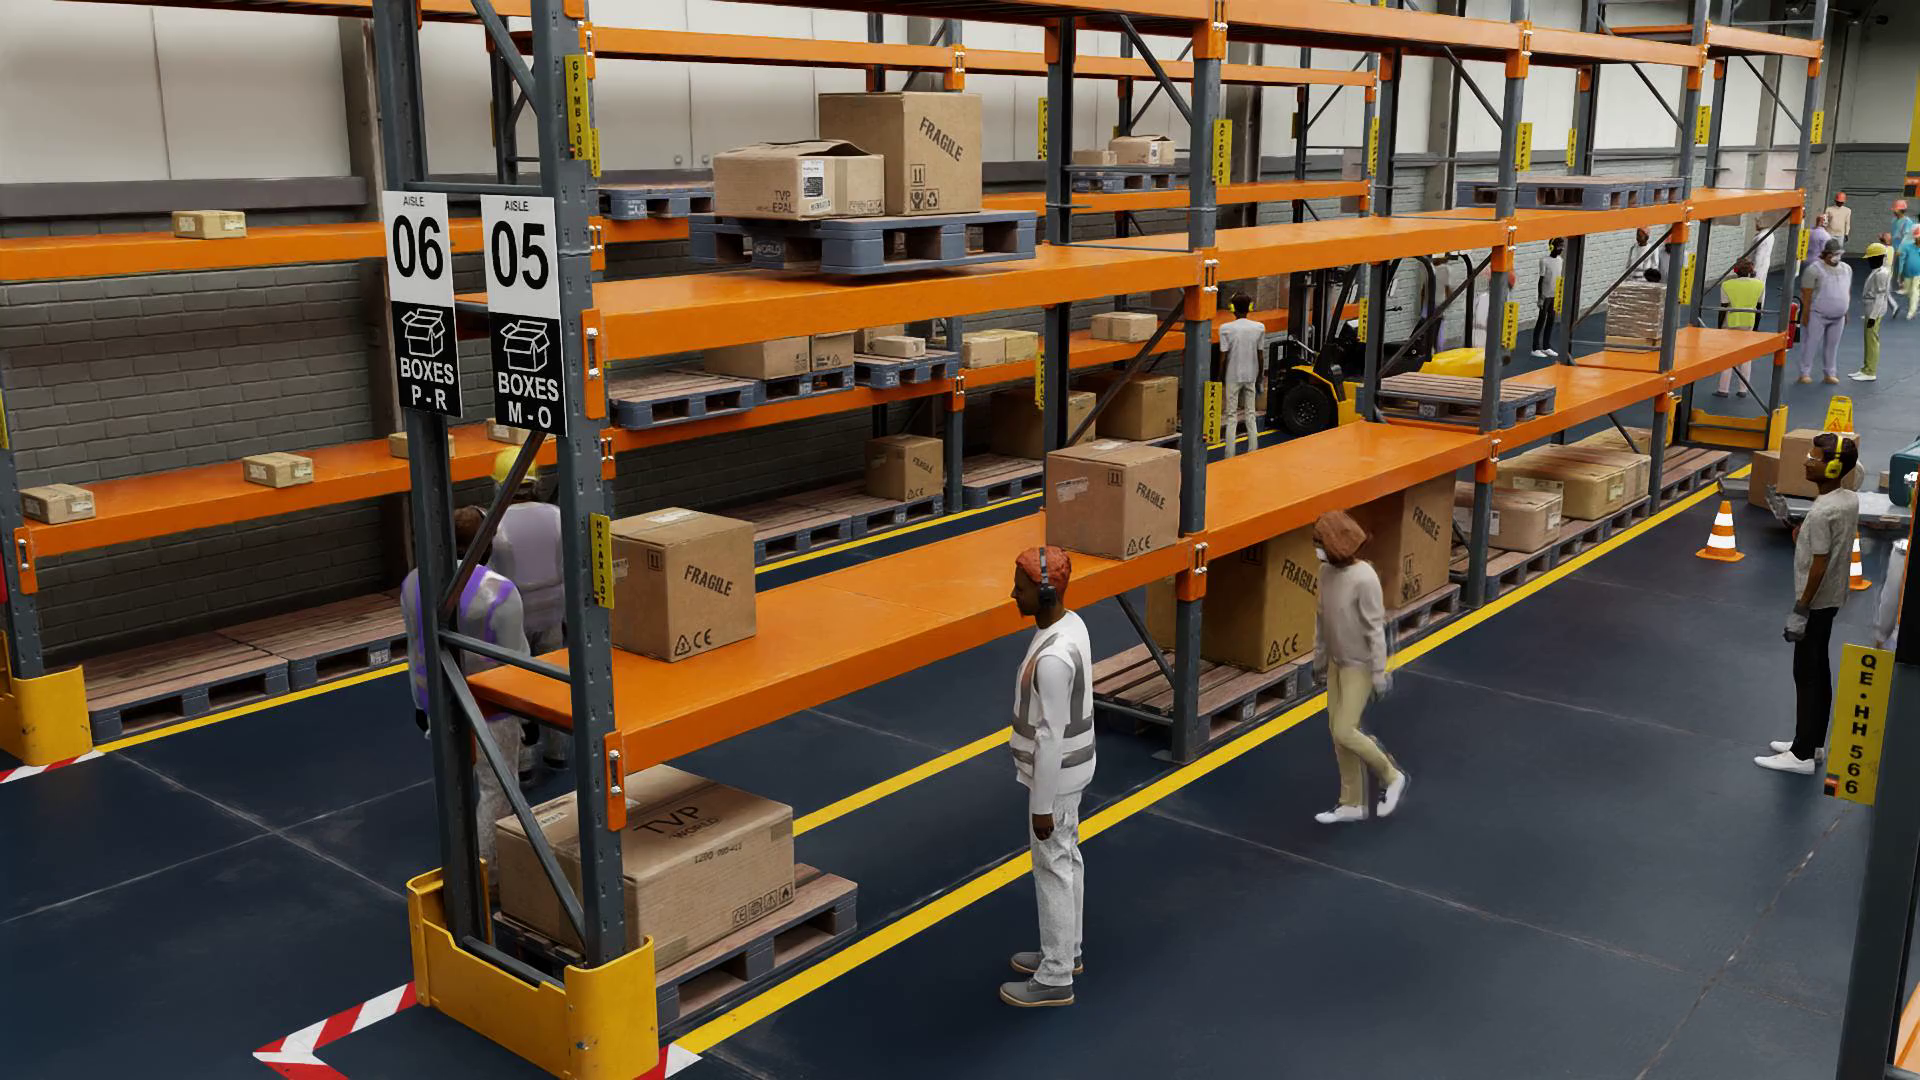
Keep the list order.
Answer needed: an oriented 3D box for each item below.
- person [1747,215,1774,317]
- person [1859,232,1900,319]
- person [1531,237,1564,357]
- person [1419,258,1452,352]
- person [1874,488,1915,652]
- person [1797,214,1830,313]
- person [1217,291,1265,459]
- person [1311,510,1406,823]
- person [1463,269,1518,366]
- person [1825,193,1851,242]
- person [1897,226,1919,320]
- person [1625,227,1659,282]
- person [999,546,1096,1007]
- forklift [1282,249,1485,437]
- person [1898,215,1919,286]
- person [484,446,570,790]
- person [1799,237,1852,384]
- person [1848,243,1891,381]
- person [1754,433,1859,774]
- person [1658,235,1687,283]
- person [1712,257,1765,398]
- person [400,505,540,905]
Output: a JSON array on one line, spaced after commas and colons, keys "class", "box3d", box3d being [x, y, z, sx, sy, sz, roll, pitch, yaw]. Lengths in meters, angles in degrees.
[{"class": "person", "box3d": [14.917, -5.098, 31.091, 0.409, 1.913, 0.646, 10, 17, 36]}, {"class": "person", "box3d": [17.089, -4.865, 30.725, 0.521, 1.615, 0.630, -9, 16, -32]}, {"class": "person", "box3d": [9.142, -3.765, 25.779, 0.511, 1.861, 0.326, -9, 16, -31]}, {"class": "person", "box3d": [6.859, -3.382, 24.266, 0.524, 1.829, 0.898, 13, 19, 42]}, {"class": "person", "box3d": [5.094, 0.524, 8.614, 0.660, 1.714, 0.379, 3, 14, 12]}, {"class": "person", "box3d": [16.408, -5.275, 31.855, 0.397, 1.898, 0.642, -2, 14, -7]}, {"class": "person", "box3d": [2.848, -1.599, 16.947, 0.518, 1.865, 0.327, -2, 14, -9]}, {"class": "person", "box3d": [1.963, 0.642, 8.336, 0.436, 1.603, 0.546, -4, 14, -17]}, {"class": "person", "box3d": [6.280, -2.287, 19.705, 0.982, 1.869, 0.581, -5, 15, -20]}, {"class": "person", "box3d": [21.383, -7.476, 40.619, 0.609, 1.986, 0.390, 3, 14, 12]}, {"class": "person", "box3d": [17.876, -5.001, 31.085, 0.700, 1.727, 0.573, -11, 18, -38]}, {"class": "person", "box3d": [11.433, -4.317, 27.969, 0.339, 1.882, 0.581, -8, 16, -29]}, {"class": "person", "box3d": [0.356, 0.934, 6.607, 0.359, 1.880, 0.575, 2, 14, 9]}, {"class": "forklift", "box3d": [4.886, -2.214, 18.767, 2.313, 2.155, 1.214, 11, 18, 38]}, {"class": "person", "box3d": [21.553, -6.535, 37.453, 0.592, 1.666, 0.534, 5, 15, 19]}, {"class": "person", "box3d": [-2.316, 0.410, 8.839, 0.596, 1.836, 0.403, -11, 18, -39]}, {"class": "person", "box3d": [11.968, -3.164, 22.951, 0.689, 2.000, 0.535, -2, 14, -6]}, {"class": "person", "box3d": [12.781, -3.193, 23.321, 0.375, 1.919, 0.584, 5, 15, 21]}, {"class": "person", "box3d": [4.621, 0.342, 9.018, 0.328, 1.877, 0.513, 12, 18, 40]}, {"class": "person", "box3d": [12.372, -4.513, 29.072, 0.416, 1.733, 0.571, -12, 18, -41]}, {"class": "person", "box3d": [10.191, -2.778, 21.780, 0.566, 1.846, 0.390, 0, 14, 0]}, {"class": "person", "box3d": [-2.193, 0.749, 7.498, 0.642, 1.821, 0.433, 6, 15, 23]}]
